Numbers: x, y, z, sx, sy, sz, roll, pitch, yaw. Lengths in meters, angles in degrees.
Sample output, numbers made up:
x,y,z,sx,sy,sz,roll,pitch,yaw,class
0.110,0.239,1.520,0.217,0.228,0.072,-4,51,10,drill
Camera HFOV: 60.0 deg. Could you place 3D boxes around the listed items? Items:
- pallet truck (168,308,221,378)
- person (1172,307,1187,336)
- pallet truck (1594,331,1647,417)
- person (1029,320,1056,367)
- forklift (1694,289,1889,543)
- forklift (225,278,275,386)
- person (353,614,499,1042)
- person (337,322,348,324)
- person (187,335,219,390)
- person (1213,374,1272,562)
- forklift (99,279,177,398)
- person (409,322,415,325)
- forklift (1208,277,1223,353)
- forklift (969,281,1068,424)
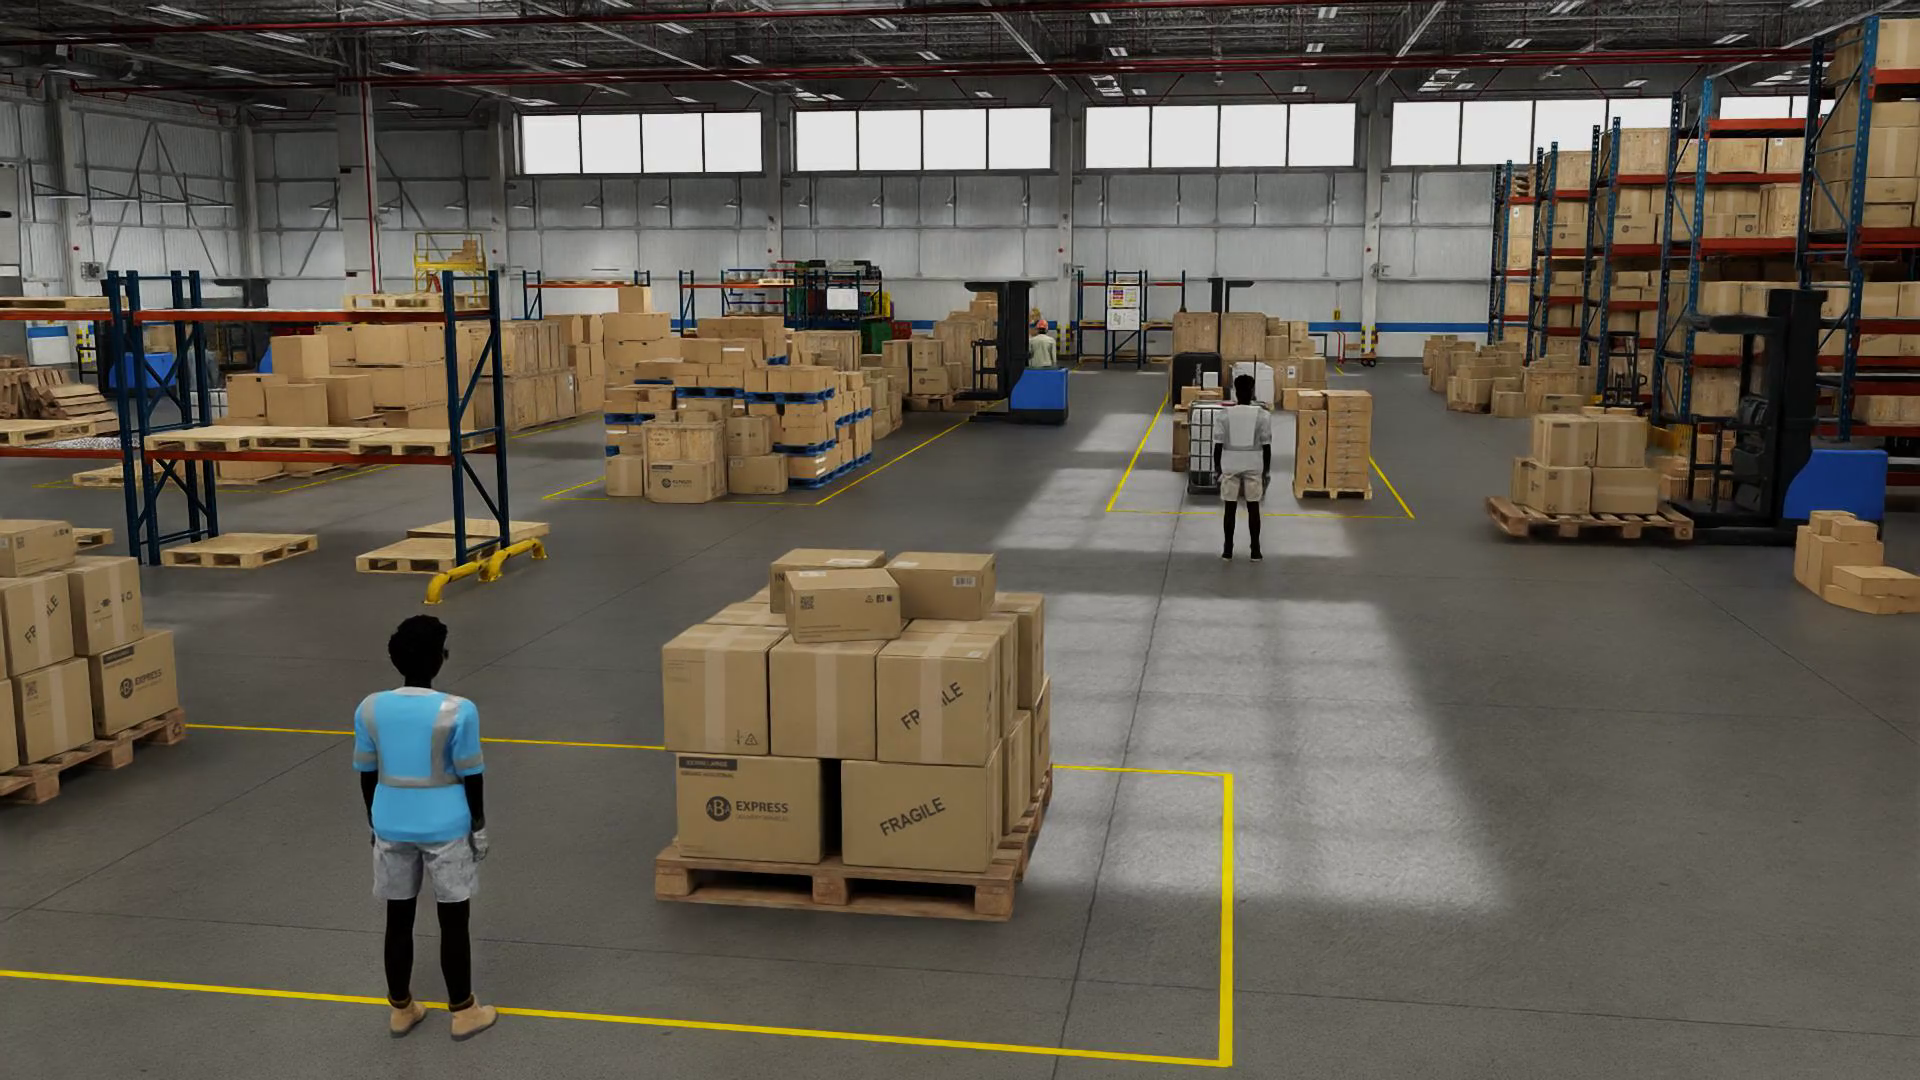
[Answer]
x,y,z,sx,sy,sz,roll,pitch,yaw,class
-21.869,-5.598,47.154,0.823,1.965,1.885,4,10,26,pallet truck
6.818,-6.195,51.023,0.629,1.939,0.371,2,9,11,person
11.253,-2.573,28.499,0.823,1.965,1.885,5,10,27,pallet truck
1.722,-3.628,35.012,0.613,1.994,0.395,2,9,11,person
9.244,-1.402,18.558,1.873,2.768,1.129,1,9,9,forklift
-17.973,-5.350,42.910,1.873,2.768,1.129,-3,10,-17,forklift
-2.105,1.135,6.551,0.537,1.695,0.321,2,9,11,person
-18.733,-6.175,50.903,0.629,1.936,0.371,2,9,11,person
-13.227,-2.634,29.056,0.629,1.939,0.371,2,9,11,person
2.931,-0.741,17.299,0.609,1.963,0.368,2,9,11,person
-19.606,-4.720,39.027,1.873,2.768,1.129,1,9,9,forklift
-17.377,-6.569,53.327,0.548,1.937,0.379,2,9,11,person
7.444,-6.244,48.423,1.873,2.768,1.129,1,9,9,forklift
1.194,-3.753,33.059,1.873,2.768,1.129,1,9,9,forklift
